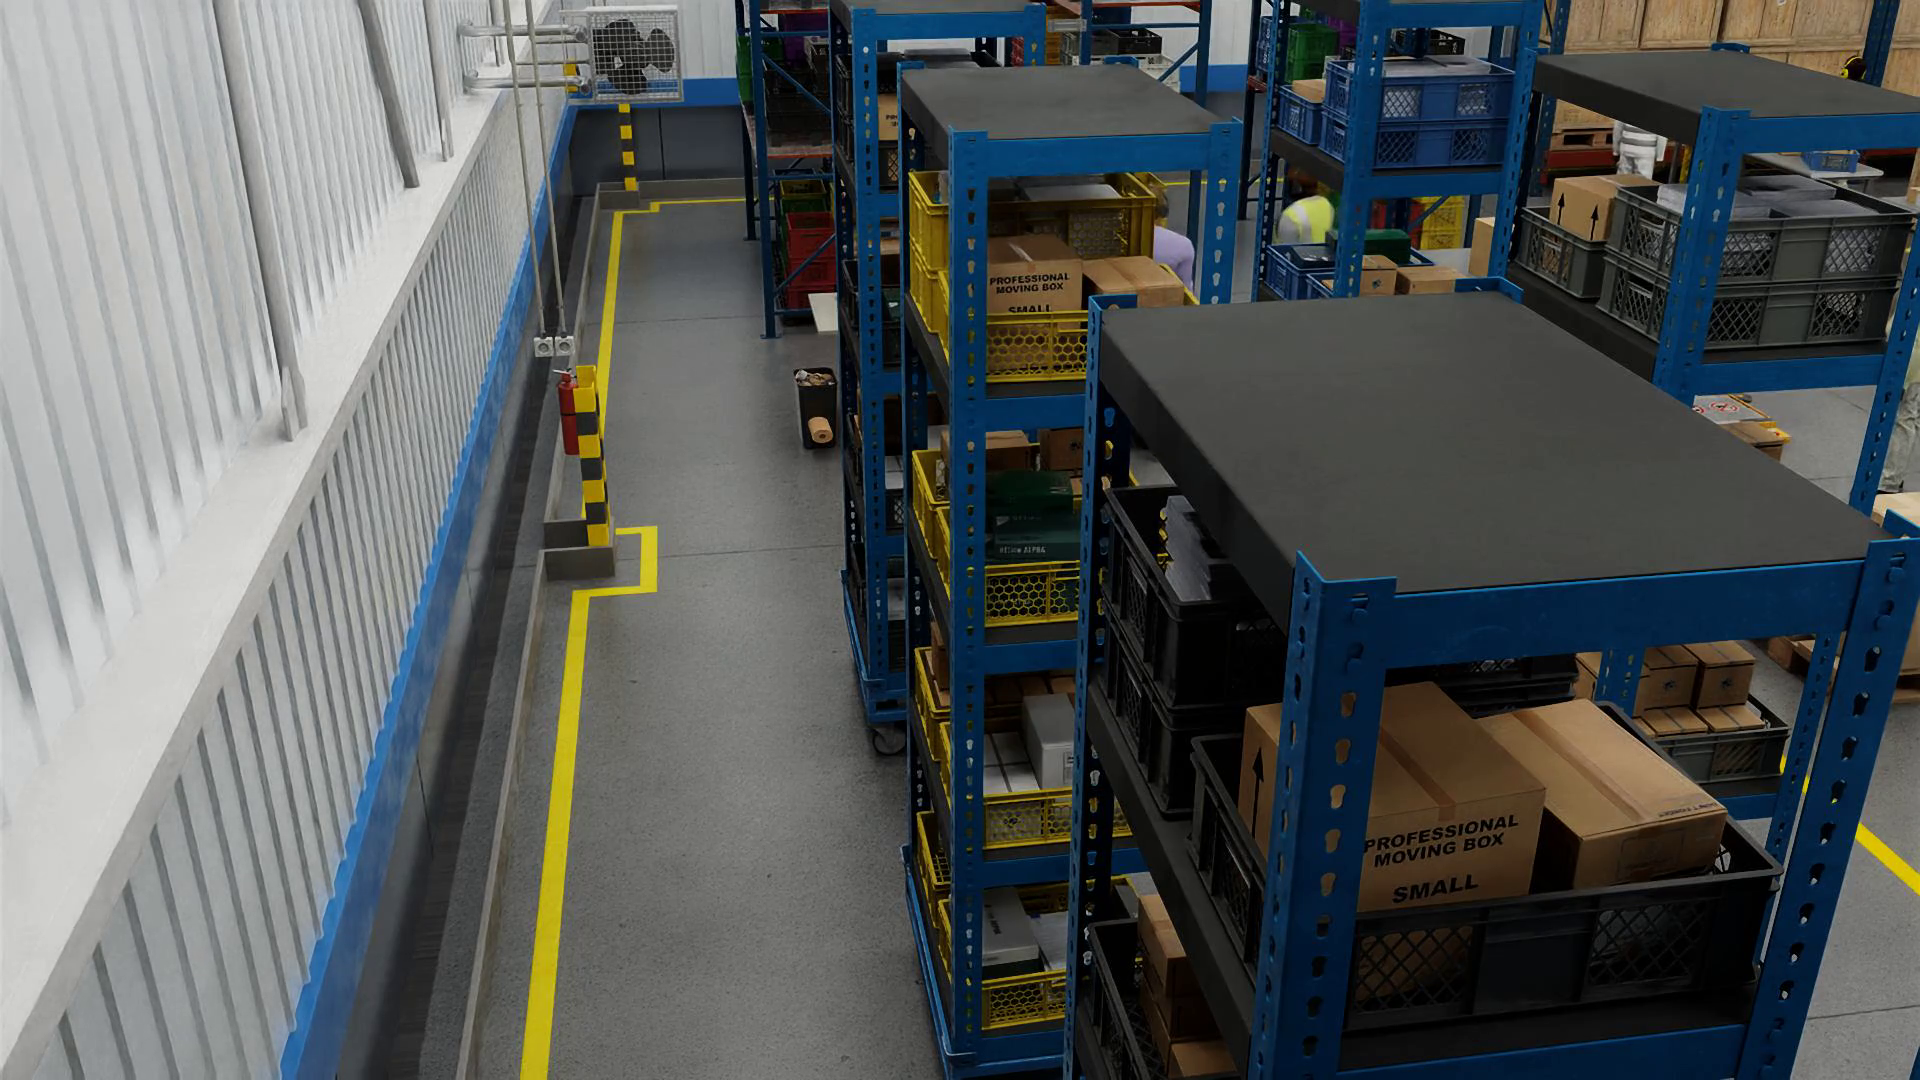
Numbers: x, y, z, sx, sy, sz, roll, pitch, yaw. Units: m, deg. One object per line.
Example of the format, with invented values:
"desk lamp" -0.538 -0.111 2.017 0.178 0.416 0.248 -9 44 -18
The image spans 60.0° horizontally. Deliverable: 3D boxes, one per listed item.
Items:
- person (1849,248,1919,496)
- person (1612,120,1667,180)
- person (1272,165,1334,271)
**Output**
"person" 6.193 -1.123 10.851 0.404 1.834 0.591 20 31 36
"person" 6.890 -3.927 16.887 0.354 1.883 0.573 -18 30 -33
"person" 2.529 -1.947 12.642 0.429 1.849 0.625 21 32 37
